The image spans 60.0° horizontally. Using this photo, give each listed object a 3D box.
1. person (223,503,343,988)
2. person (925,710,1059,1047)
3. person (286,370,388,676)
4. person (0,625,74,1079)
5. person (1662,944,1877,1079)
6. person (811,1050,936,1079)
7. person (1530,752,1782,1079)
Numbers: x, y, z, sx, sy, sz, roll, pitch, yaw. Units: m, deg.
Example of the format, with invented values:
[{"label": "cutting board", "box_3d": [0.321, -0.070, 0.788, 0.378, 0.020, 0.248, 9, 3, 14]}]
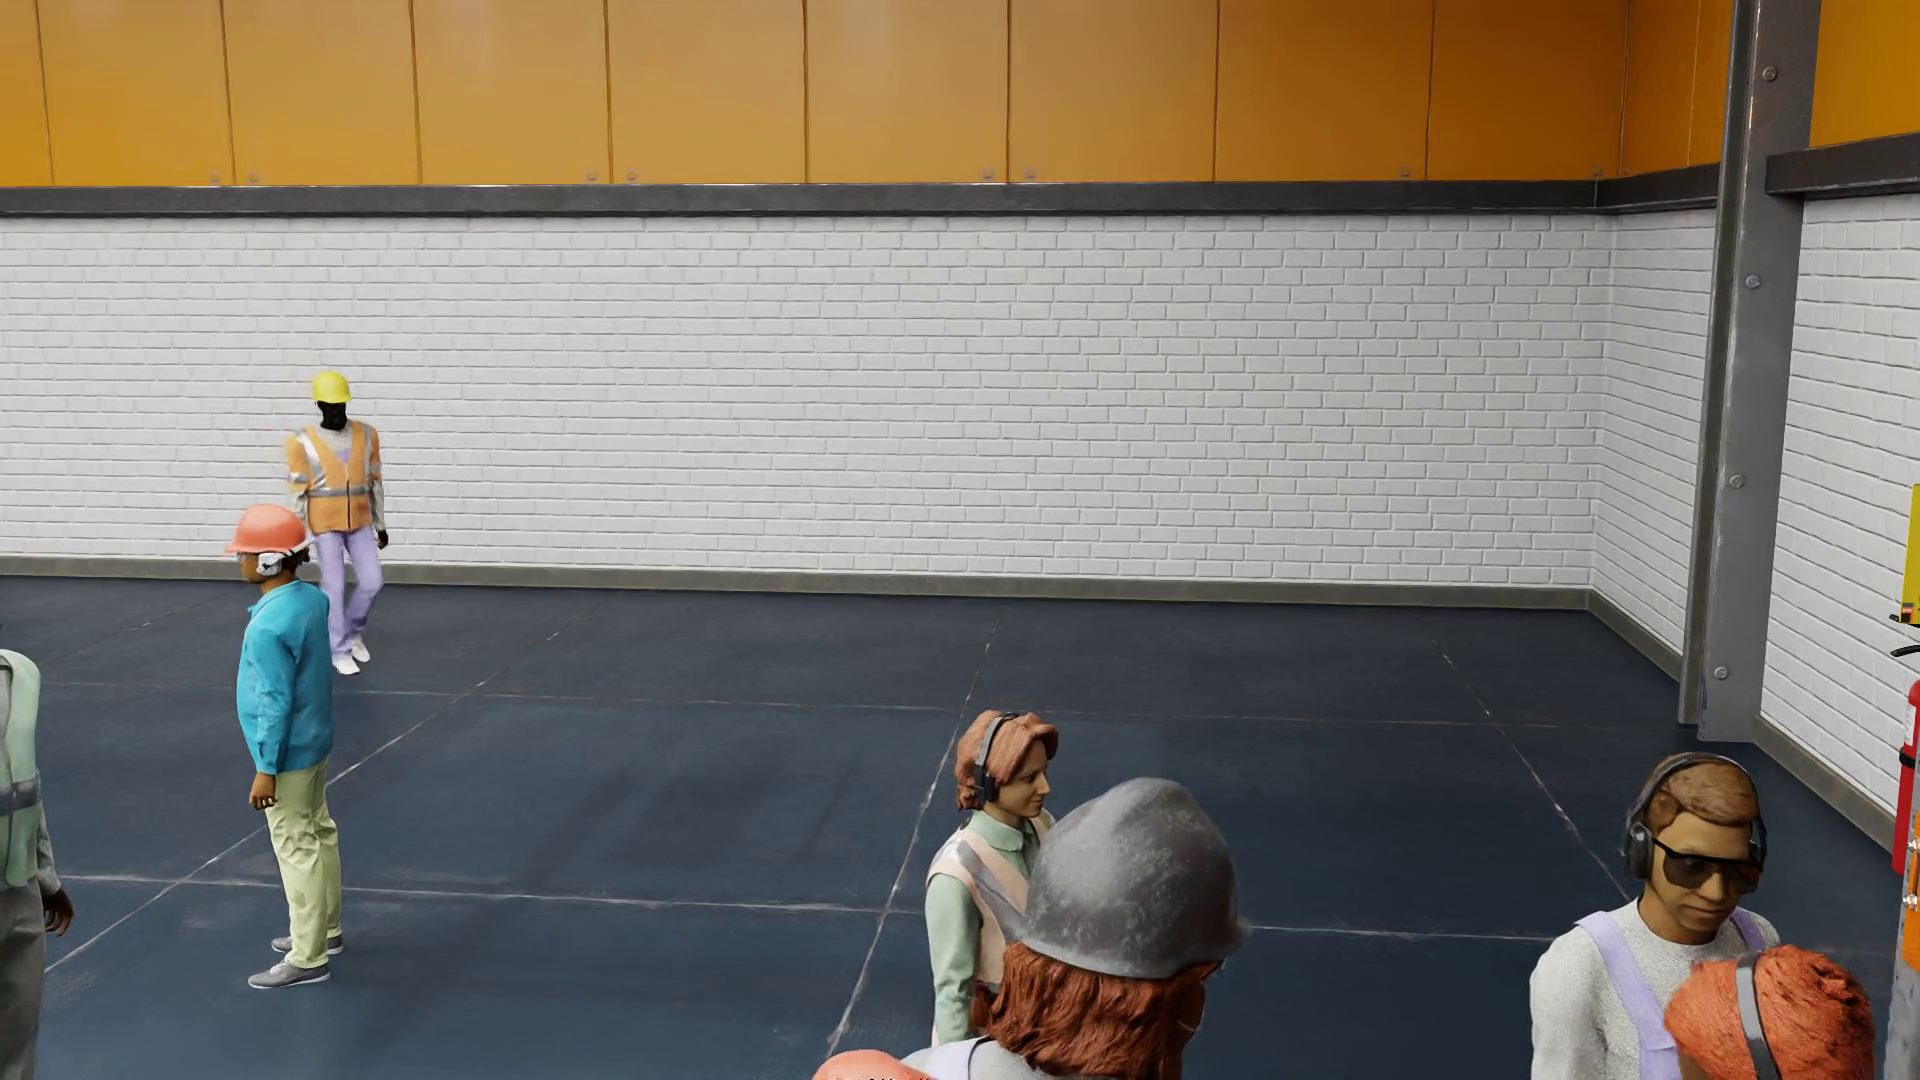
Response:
[{"label": "person", "box_3d": [-2.444, 0.733, 6.029, 0.320, 1.755, 0.563, -1, 10, -7]}, {"label": "person", "box_3d": [0.090, 1.183, 3.790, 0.307, 1.639, 0.525, 5, 11, 26]}, {"label": "person", "box_3d": [-3.850, -0.103, 10.363, 0.618, 1.909, 0.416, -9, 13, -42]}, {"label": "person", "box_3d": [-2.573, 0.949, 4.329, 0.382, 1.918, 0.596, 1, 10, 7]}, {"label": "person", "box_3d": [1.138, 1.392, 2.018, 0.738, 1.858, 0.351, -1, 10, -4]}, {"label": "person", "box_3d": [-0.062, 1.421, 1.597, 0.546, 1.930, 0.379, -7, 12, -34]}, {"label": "person", "box_3d": [1.182, 1.246, 2.840, 0.517, 1.842, 0.332, -5, 11, -24]}]
